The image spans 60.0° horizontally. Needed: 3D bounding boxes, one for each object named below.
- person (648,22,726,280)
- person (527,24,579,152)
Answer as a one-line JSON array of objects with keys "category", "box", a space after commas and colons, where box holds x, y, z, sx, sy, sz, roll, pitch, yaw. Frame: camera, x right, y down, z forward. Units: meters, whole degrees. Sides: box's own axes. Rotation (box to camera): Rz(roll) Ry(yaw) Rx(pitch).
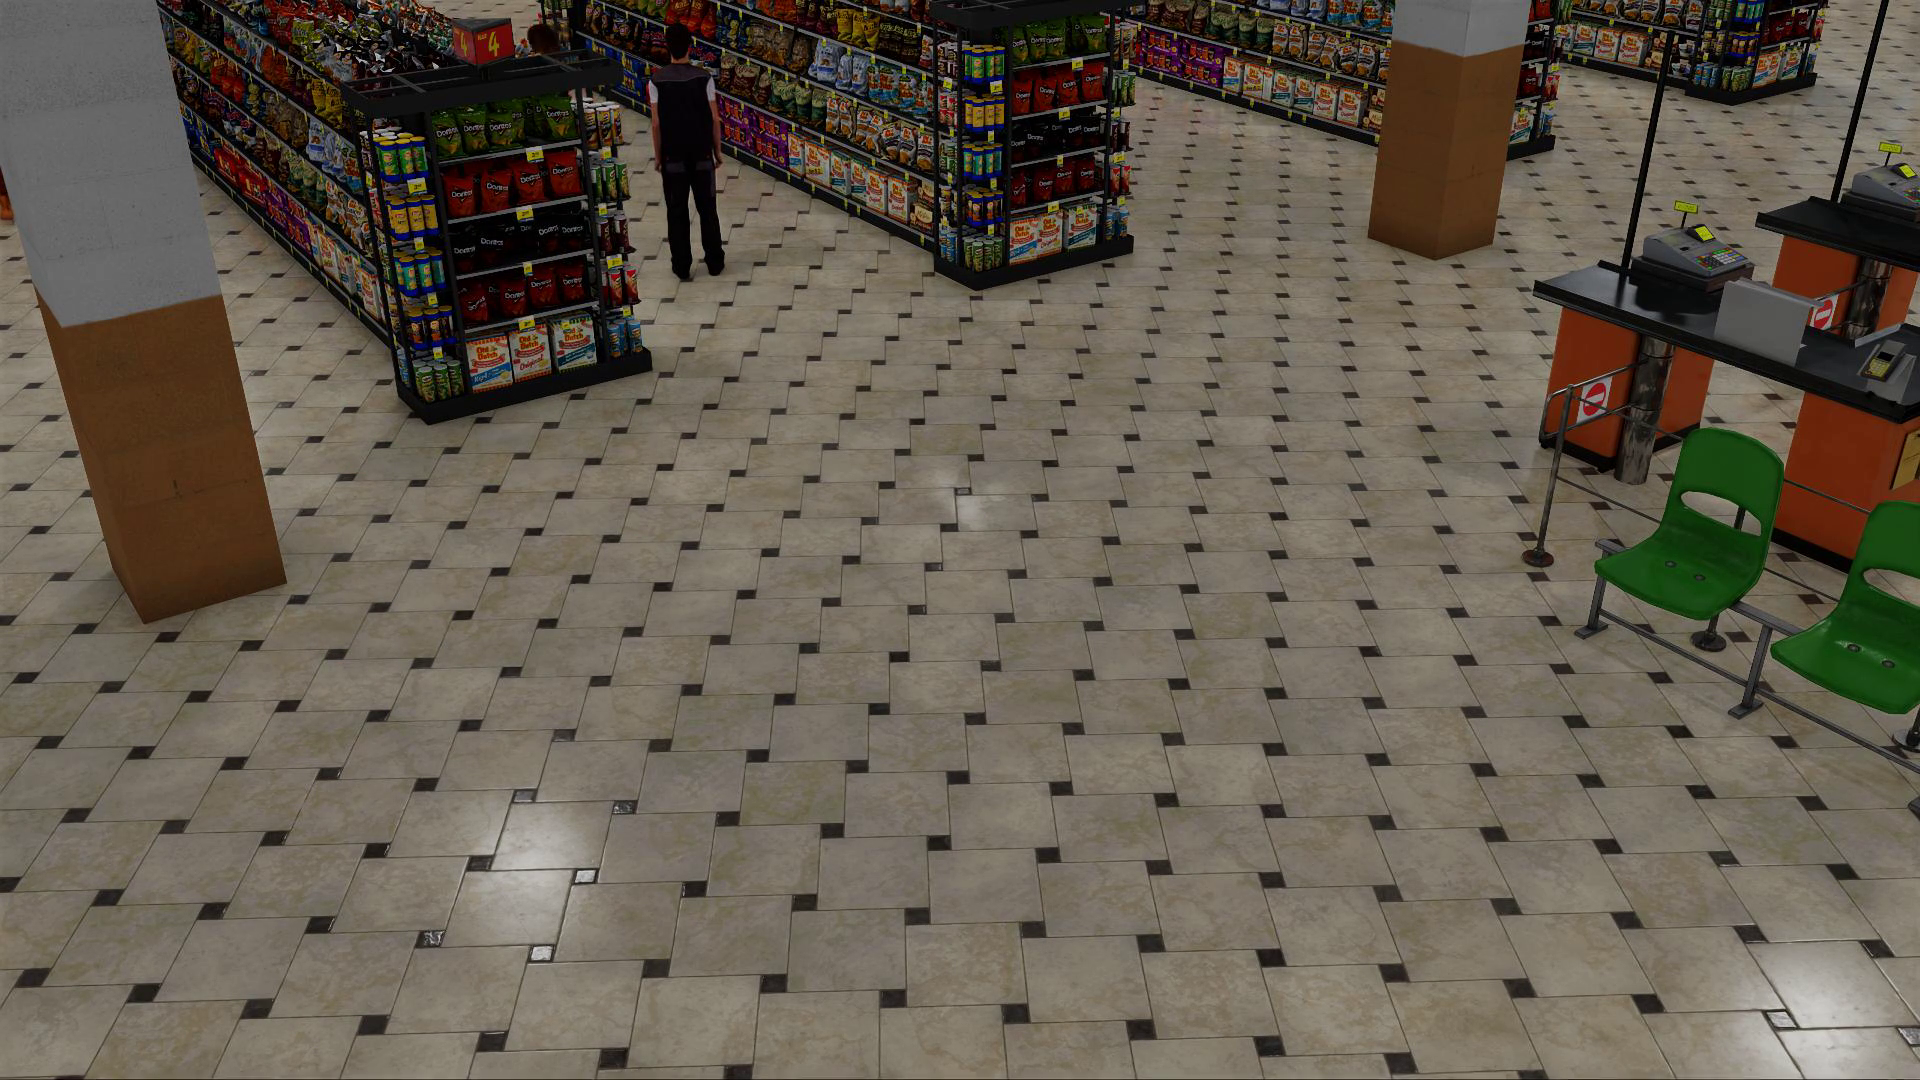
[{"category": "person", "box": [-2.008, -2.847, 12.224, 0.742, 1.848, 0.712, -7, 29, -12]}, {"category": "person", "box": [-2.974, -2.918, 12.426, 0.872, 1.778, 0.697, 23, 36, 36]}]
